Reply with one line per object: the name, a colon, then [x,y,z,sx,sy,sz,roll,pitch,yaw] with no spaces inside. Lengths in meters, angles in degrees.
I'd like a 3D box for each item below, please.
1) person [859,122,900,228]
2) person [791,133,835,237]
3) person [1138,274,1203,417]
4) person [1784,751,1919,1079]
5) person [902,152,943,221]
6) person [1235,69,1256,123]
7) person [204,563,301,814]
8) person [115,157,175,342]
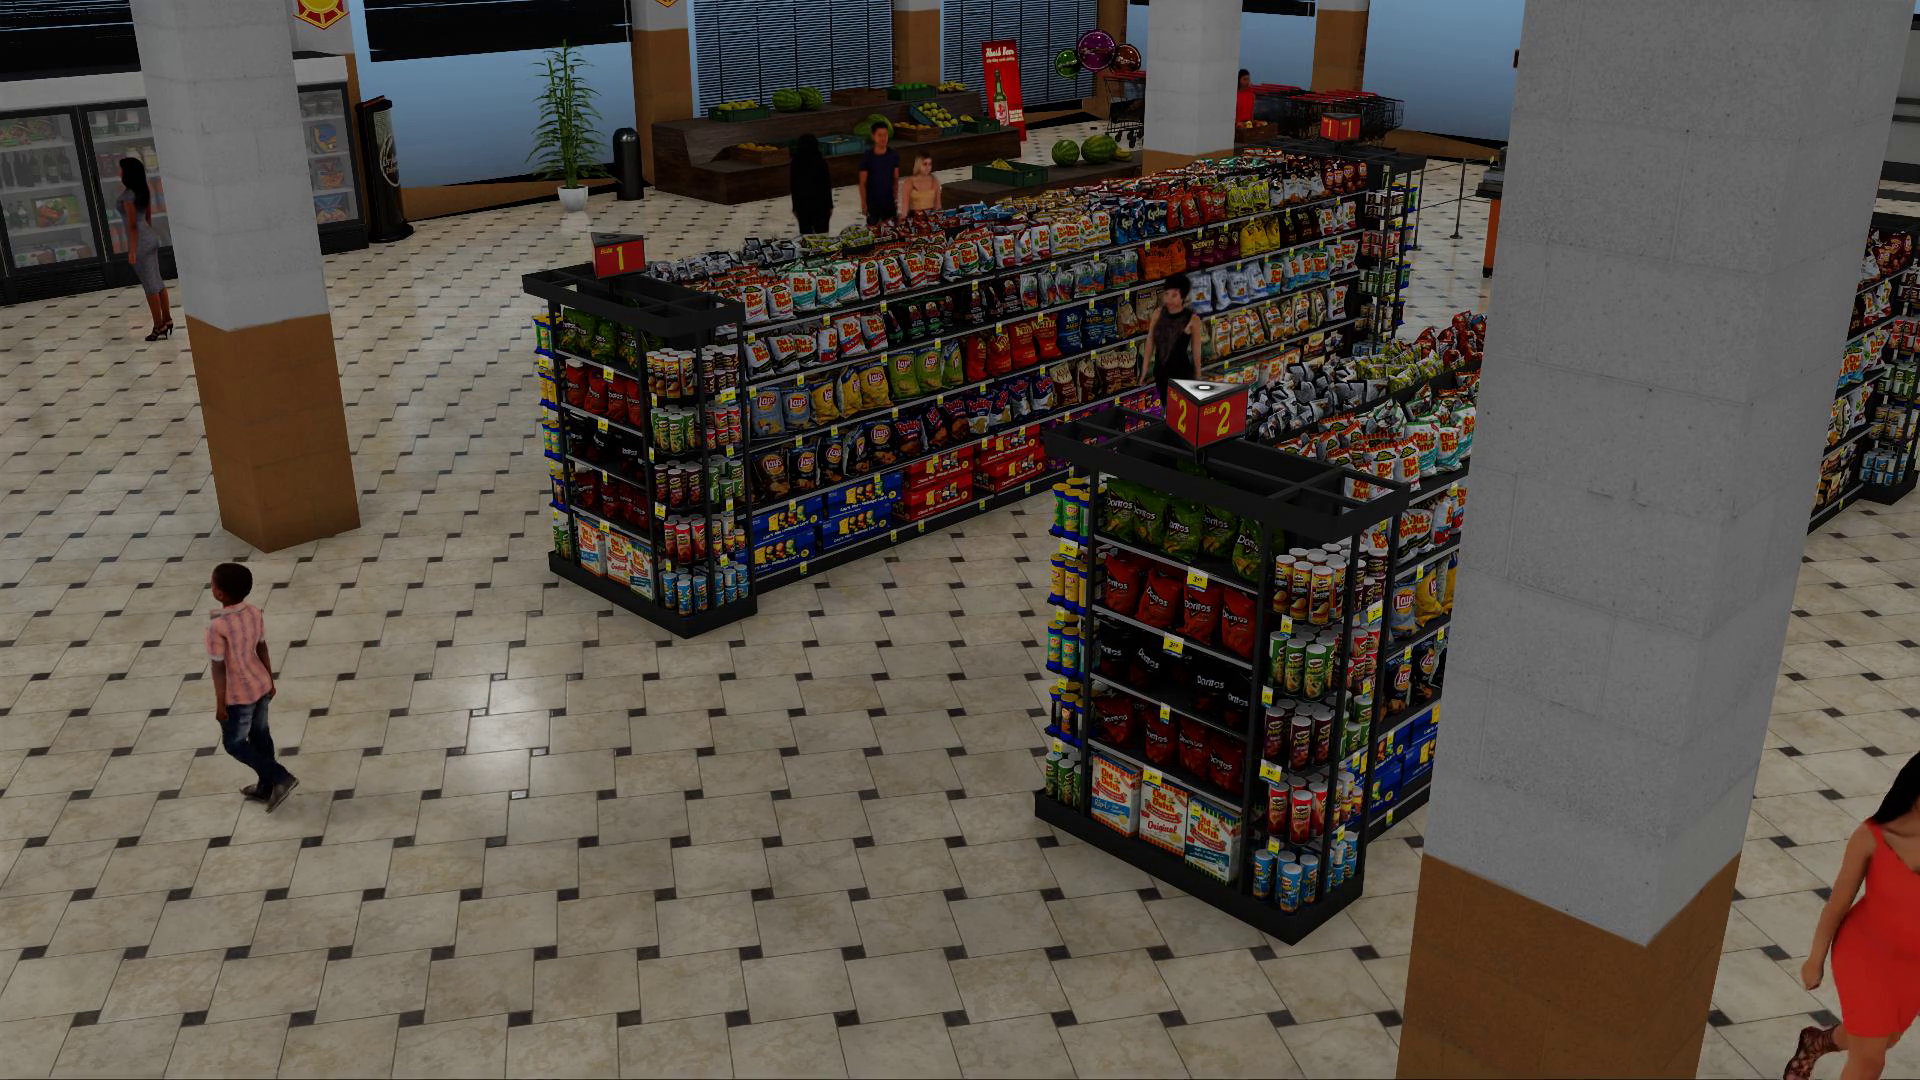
person: [-0.939,-3.801,18.696,1.030,1.763,0.964,-7,23,-18]
person: [-1.683,-3.793,18.871,0.755,1.616,0.774,7,23,17]
person: [1.646,-1.240,12.583,0.667,1.568,1.054,17,27,35]
person: [3.173,1.432,5.771,1.002,1.688,1.079,3,22,6]
person: [-0.447,-3.322,17.708,0.784,1.611,0.818,-8,23,-19]
person: [4.002,-5.829,23.769,0.534,1.743,0.692,-11,24,-26]
person: [-3.415,0.730,8.039,0.713,1.300,0.695,8,23,18]
person: [-7.996,-2.854,16.315,0.714,1.781,0.656,0,22,-1]
